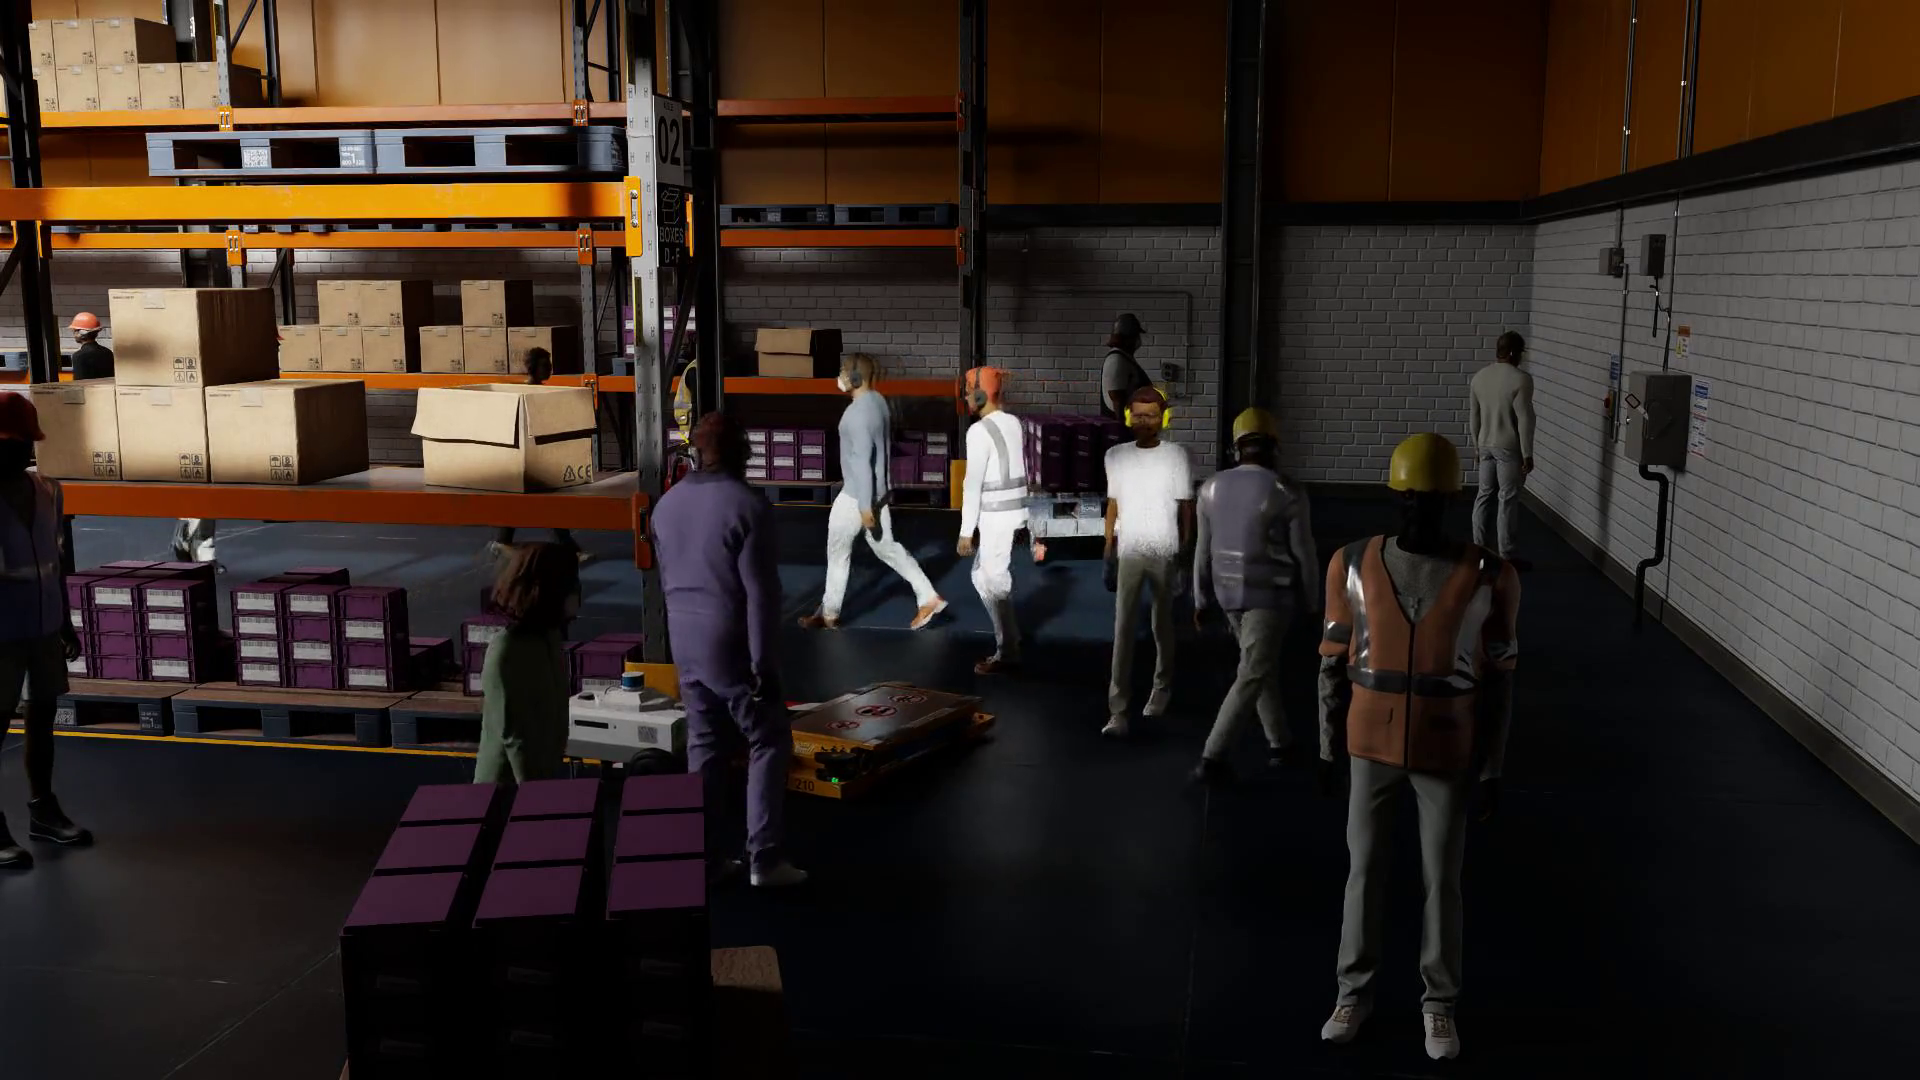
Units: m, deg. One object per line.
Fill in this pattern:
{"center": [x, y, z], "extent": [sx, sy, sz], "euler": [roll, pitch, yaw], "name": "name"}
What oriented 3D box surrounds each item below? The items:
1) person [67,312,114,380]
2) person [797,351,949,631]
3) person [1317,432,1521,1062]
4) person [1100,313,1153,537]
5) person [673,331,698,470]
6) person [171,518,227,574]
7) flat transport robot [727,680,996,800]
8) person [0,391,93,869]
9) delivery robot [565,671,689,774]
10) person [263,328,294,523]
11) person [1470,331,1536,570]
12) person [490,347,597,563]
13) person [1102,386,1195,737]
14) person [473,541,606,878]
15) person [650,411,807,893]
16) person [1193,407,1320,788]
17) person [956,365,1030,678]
{"center": [-8.916, -1.339, 17.126], "extent": [0.373, 1.997, 0.618], "euler": [0, 9, 2], "name": "person"}
{"center": [-0.580, -0.312, 11.088], "extent": [0.980, 1.910, 0.634], "euler": [3, 10, 16], "name": "person"}
{"center": [1.390, 0.630, 5.119], "extent": [0.587, 1.930, 0.361], "euler": [3, 10, 20], "name": "person"}
{"center": [1.547, -1.045, 15.168], "extent": [0.538, 2.000, 0.683], "euler": [1, 9, 6], "name": "person"}
{"center": [-2.543, -1.089, 16.058], "extent": [0.429, 1.841, 0.633], "euler": [0, 9, -1], "name": "person"}
{"center": [-6.038, -0.620, 13.211], "extent": [0.421, 1.816, 0.612], "euler": [4, 10, 25], "name": "person"}
{"center": [-0.451, 0.957, 8.223], "extent": [0.652, 0.197, 1.431], "euler": [5, 11, 30], "name": "flat transport robot"}
{"center": [-3.838, 0.357, 6.800], "extent": [0.377, 1.932, 0.552], "euler": [4, 10, 21], "name": "person"}
{"center": [-1.510, 0.852, 7.704], "extent": [0.707, 0.478, 0.477], "euler": [4, 10, 21], "name": "delivery robot"}
{"center": [-6.651, -1.132, 16.027], "extent": [0.359, 1.939, 0.542], "euler": [-5, 10, -28], "name": "person"}
{"center": [4.401, -0.720, 13.484], "extent": [0.370, 1.934, 0.627], "euler": [-5, 10, -28], "name": "person"}
{"center": [-3.527, -0.703, 13.823], "extent": [0.980, 1.799, 0.532], "euler": [2, 9, 12], "name": "person"}
{"center": [0.986, 0.102, 8.779], "extent": [0.546, 1.838, 0.902], "euler": [3, 10, 18], "name": "person"}
{"center": [-1.231, 0.806, 5.037], "extent": [0.716, 1.606, 0.524], "euler": [2, 9, 10], "name": "person"}
{"center": [-0.936, 0.436, 6.515], "extent": [0.685, 1.867, 0.471], "euler": [7, 11, 37], "name": "person"}
{"center": [1.390, 0.263, 7.890], "extent": [0.906, 1.782, 0.593], "euler": [-8, 12, -40], "name": "person"}
{"center": [0.190, -0.098, 9.844], "extent": [0.447, 1.865, 0.573], "euler": [4, 10, 22], "name": "person"}
